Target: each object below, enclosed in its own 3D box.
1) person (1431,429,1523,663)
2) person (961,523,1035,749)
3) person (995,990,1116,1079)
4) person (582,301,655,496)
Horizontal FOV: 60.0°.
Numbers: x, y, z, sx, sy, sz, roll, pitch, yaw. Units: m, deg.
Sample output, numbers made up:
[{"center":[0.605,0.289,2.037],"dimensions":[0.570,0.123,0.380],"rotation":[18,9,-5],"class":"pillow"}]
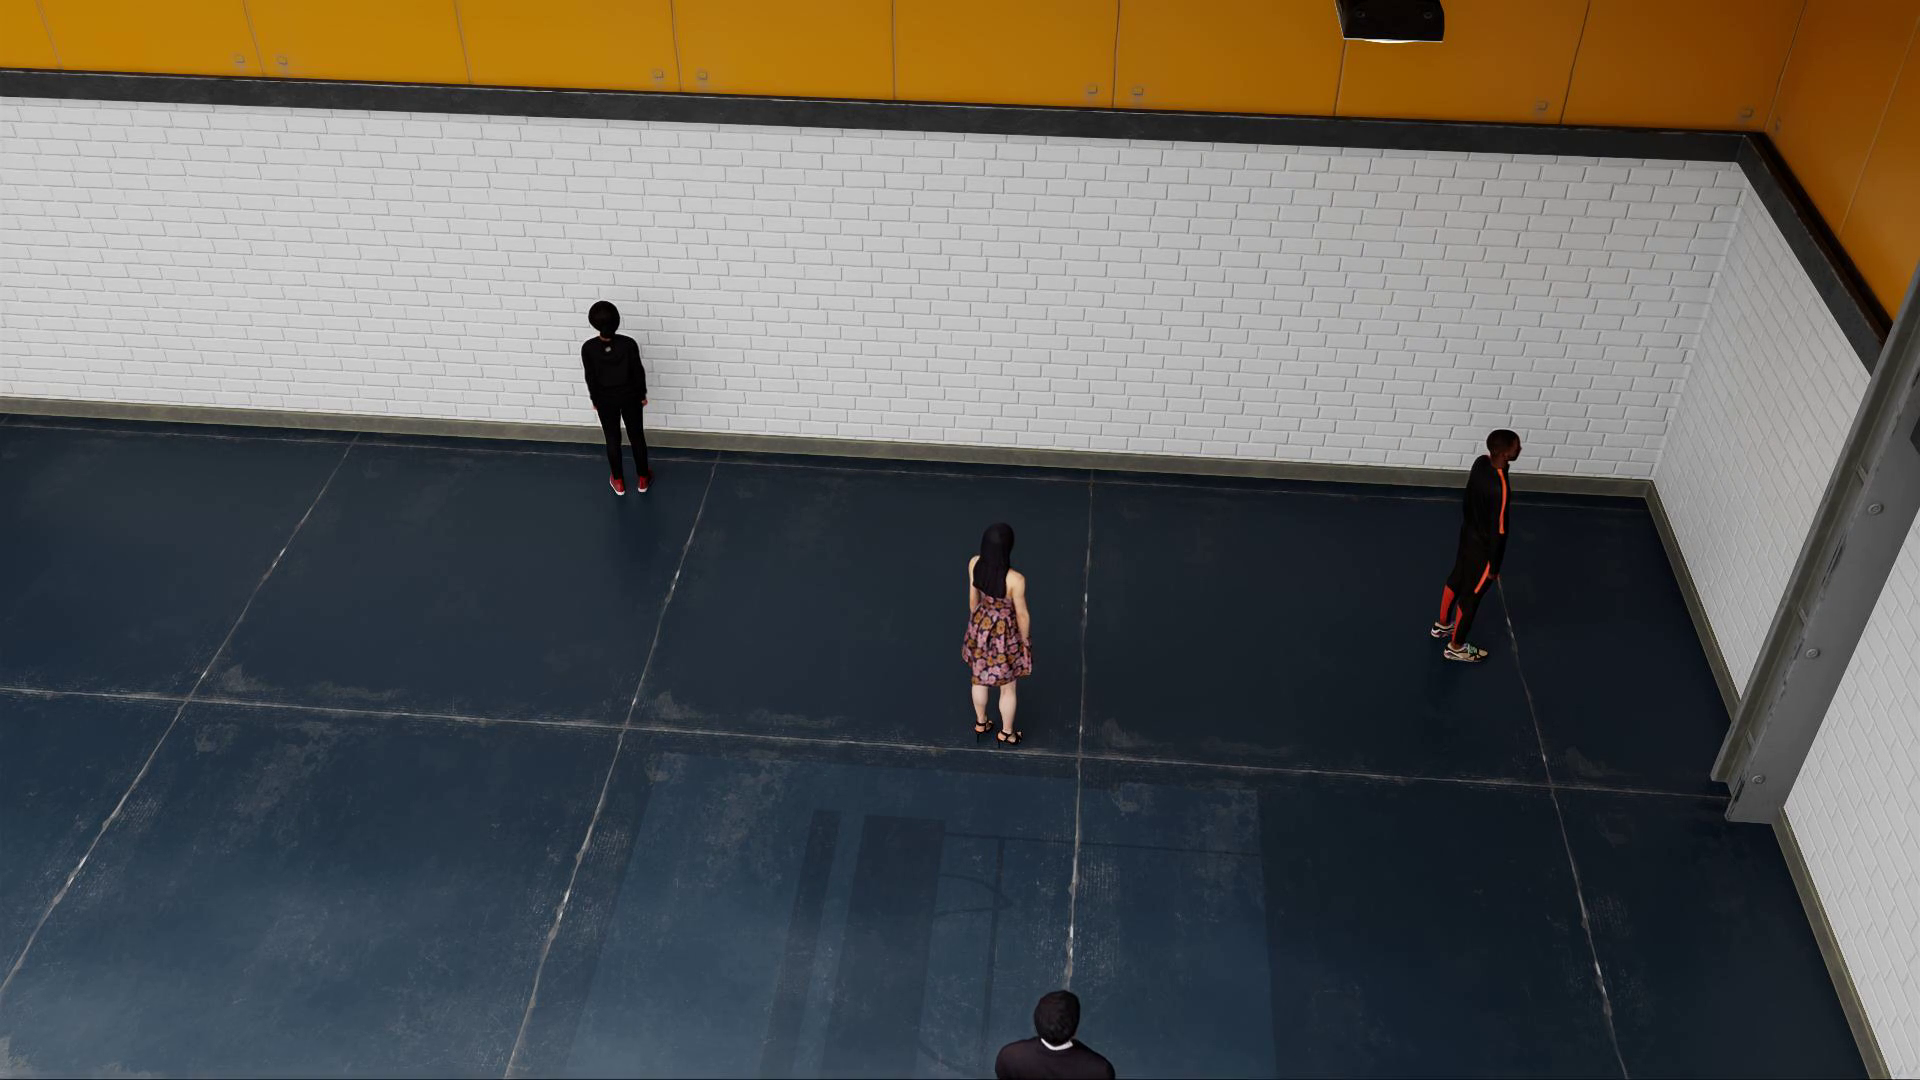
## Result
[{"center":[3.457,0.014,11.072],"dimensions":[0.734,1.808,0.541],"rotation":[-5,39,-6],"class":"person"},{"center":[0.239,0.603,10.360],"dimensions":[0.786,1.774,0.819],"rotation":[22,43,25],"class":"person"},{"center":[0.414,2.704,7.643],"dimensions":[0.709,1.884,0.548],"rotation":[5,39,7],"class":"person"},{"center":[-2.574,-1.071,12.537],"dimensions":[0.653,1.675,0.637],"rotation":[-7,39,-9],"class":"person"}]
